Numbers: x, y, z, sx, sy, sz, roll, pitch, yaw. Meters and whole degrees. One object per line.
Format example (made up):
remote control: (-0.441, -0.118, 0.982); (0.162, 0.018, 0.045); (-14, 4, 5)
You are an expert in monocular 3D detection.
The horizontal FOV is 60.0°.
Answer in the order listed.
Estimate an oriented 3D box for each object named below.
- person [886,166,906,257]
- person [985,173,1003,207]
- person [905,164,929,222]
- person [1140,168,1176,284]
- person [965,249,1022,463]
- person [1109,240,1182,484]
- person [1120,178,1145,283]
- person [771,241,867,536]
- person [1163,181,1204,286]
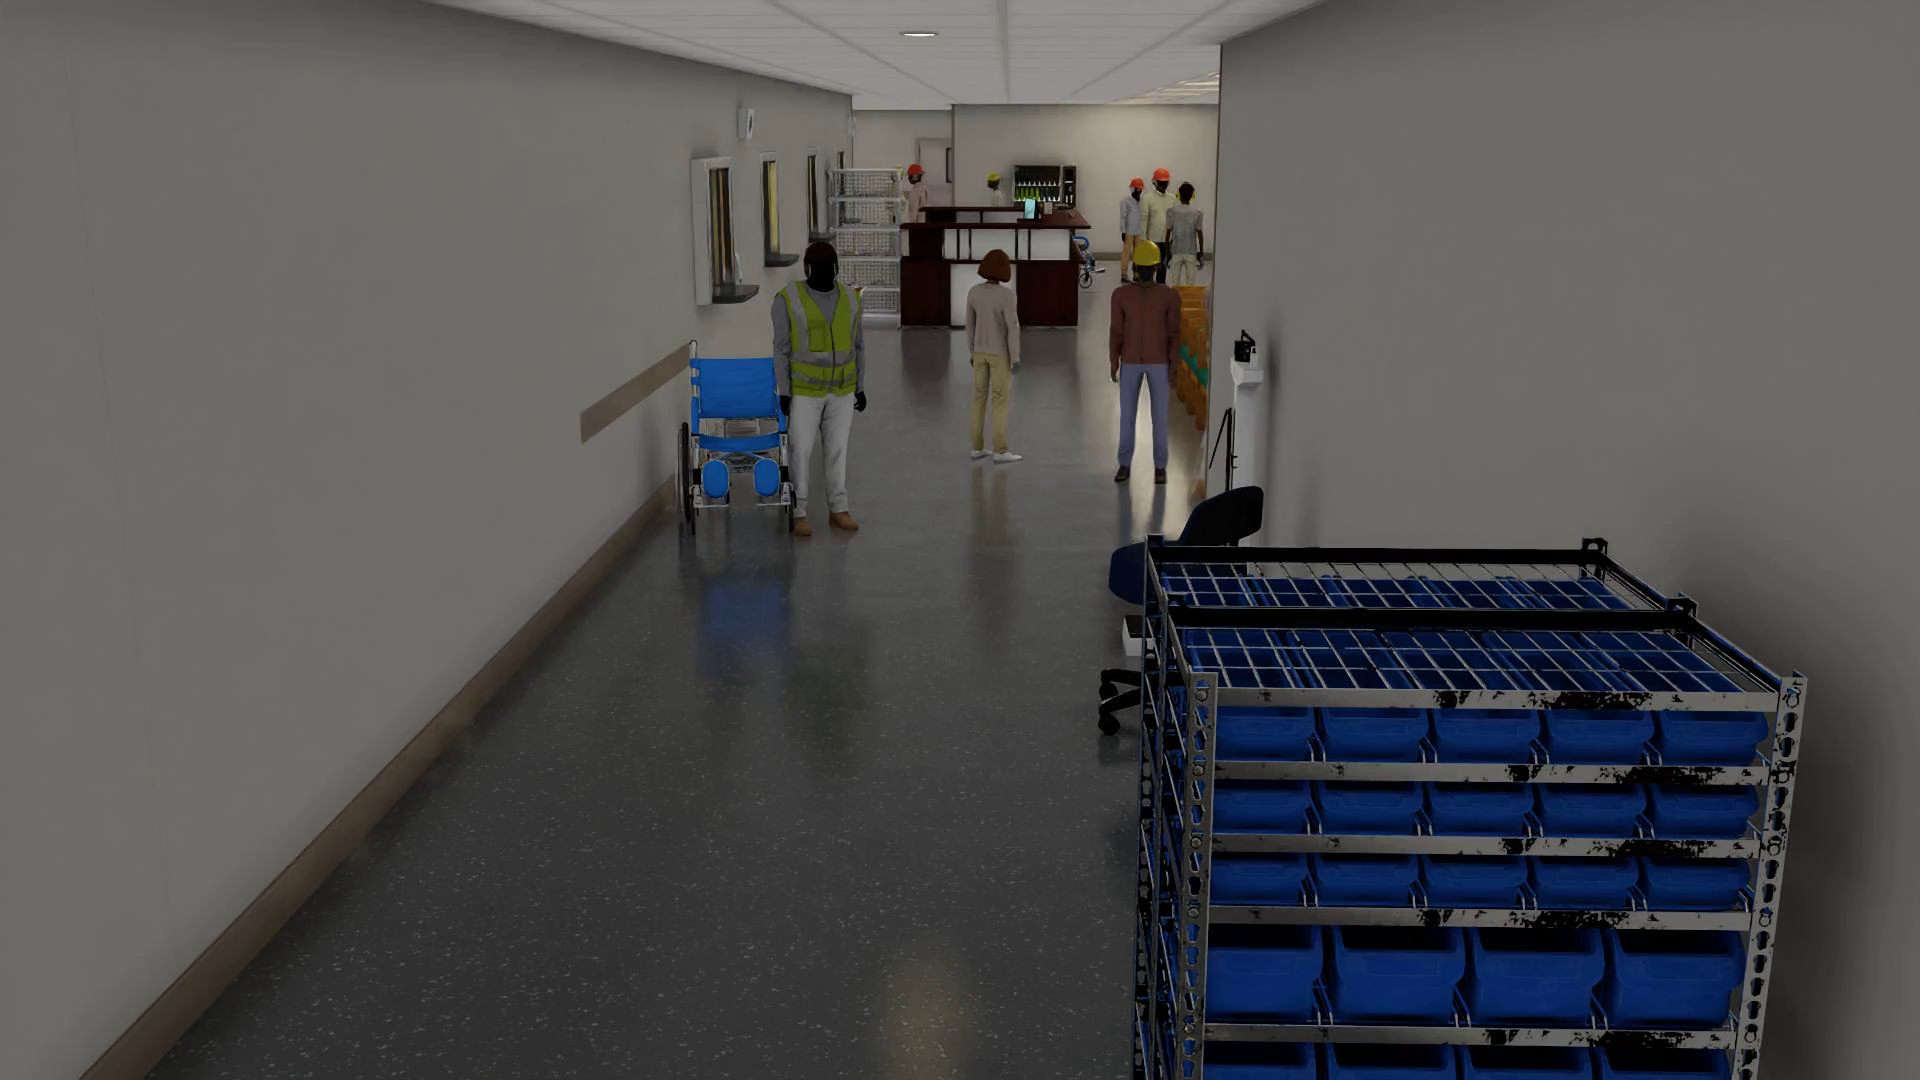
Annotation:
person: (-1.268, -6.471, 32.943); (0.404, 1.822, 0.586); (0, 14, 1)
person: (0.667, -5.969, 31.066); (0.398, 1.749, 0.537); (2, 14, 8)
person: (-0.702, -5.134, 27.184); (0.407, 1.985, 0.621); (5, 15, 20)
person: (2.864, -4.339, 23.931); (0.622, 1.992, 0.396); (-8, 16, -29)
person: (0.260, -1.415, 12.809); (0.507, 1.631, 0.266); (13, 19, 42)
person: (1.332, -1.275, 11.992); (0.521, 1.758, 0.346); (3, 14, 11)
person: (2.928, -5.187, 27.890); (0.564, 1.743, 0.352); (-9, 17, -33)
person: (-0.870, -0.953, 10.509); (0.621, 1.845, 0.430); (-7, 15, -26)
person: (2.897, -3.676, 21.491); (0.532, 1.876, 0.319); (4, 14, 15)
